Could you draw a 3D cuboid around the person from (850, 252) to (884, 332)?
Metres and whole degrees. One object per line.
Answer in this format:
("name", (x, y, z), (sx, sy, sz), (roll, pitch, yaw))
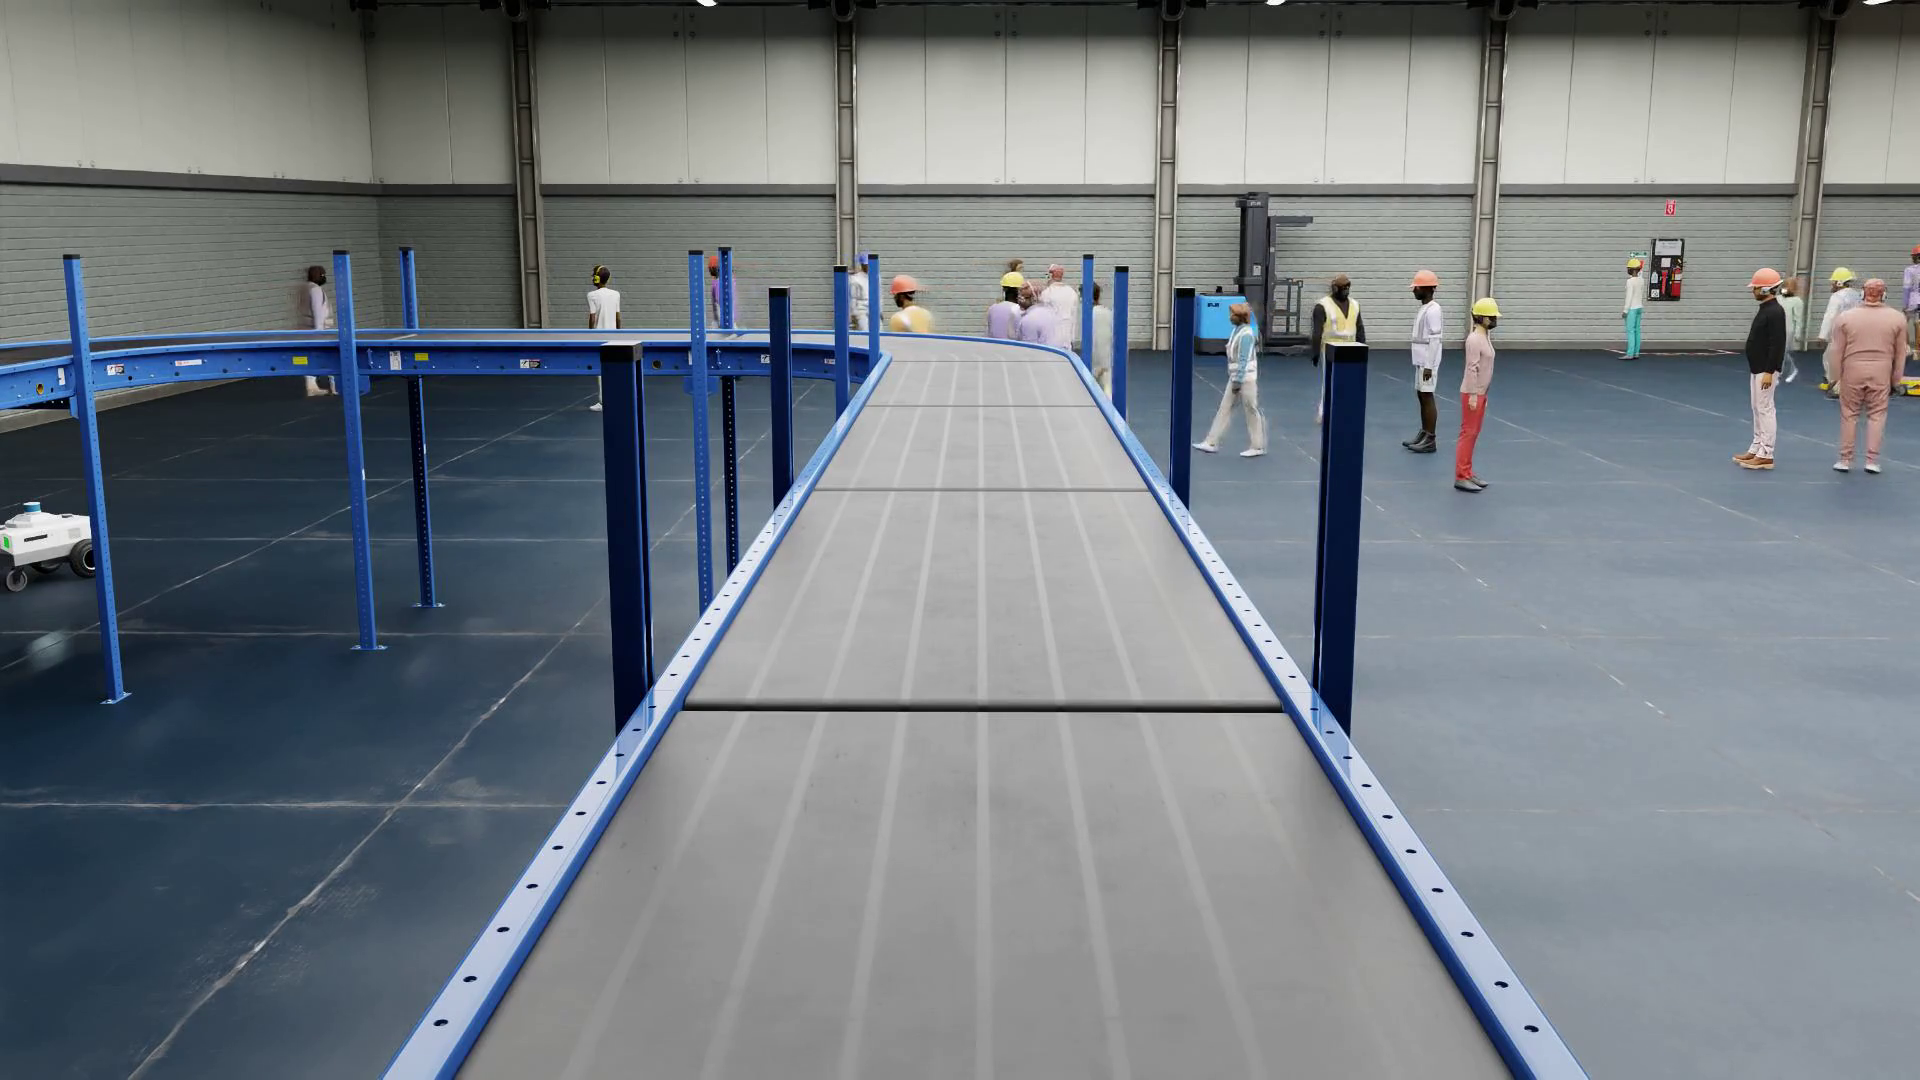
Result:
("person", (-1.508, -3.734, 27.202), (0.635, 1.923, 0.451), (-7, 13, -33))

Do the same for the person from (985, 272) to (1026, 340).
("person", (0.526, -1.878, 17.679), (0.384, 1.924, 0.589), (-10, 15, -41))

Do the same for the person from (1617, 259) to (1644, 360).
("person", (11.822, -4.054, 29.266), (0.522, 1.769, 0.317), (-10, 15, -41))

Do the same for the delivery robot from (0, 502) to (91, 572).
("delivery robot", (-6.404, -0.018, 11.514), (0.477, 0.478, 0.707), (5, 12, 23))

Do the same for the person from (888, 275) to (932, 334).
("person", (-0.609, -1.692, 16.715), (0.653, 1.920, 0.578), (8, 14, 37))

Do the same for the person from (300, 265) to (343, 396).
("person", (-8.915, -2.940, 23.397), (0.727, 1.818, 0.662), (-7, 13, -34))

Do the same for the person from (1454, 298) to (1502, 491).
("person", (4.793, -1.346, 15.353), (0.328, 1.767, 0.532), (6, 12, 28))

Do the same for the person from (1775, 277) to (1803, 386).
("person", (12.415, -3.139, 24.980), (0.757, 1.605, 0.504), (-5, 12, -24))

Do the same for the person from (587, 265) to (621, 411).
("person", (-4.637, -2.622, 21.628), (0.322, 1.876, 0.531), (10, 15, 41))

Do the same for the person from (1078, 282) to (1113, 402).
("person", (1.476, -1.898, 18.080), (0.510, 1.814, 0.960), (-7, 13, -32))

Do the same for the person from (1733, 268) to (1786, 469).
("person", (8.050, -1.722, 16.698), (0.391, 1.990, 0.622), (3, 11, 14))

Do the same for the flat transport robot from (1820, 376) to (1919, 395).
("flat transport robot", (13.261, -2.252, 23.967), (1.431, 0.197, 0.652), (8, 14, 38))

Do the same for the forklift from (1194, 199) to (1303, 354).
("forklift", (5.313, -4.851, 30.603), (1.873, 2.768, 1.129), (0, 11, 1))

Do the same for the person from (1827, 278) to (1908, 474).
("person", (8.915, -1.612, 16.363), (0.644, 1.907, 0.407), (5, 12, 23))

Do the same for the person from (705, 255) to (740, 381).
("person", (-3.744, -3.403, 25.560), (0.772, 1.909, 0.572), (3, 11, 16))

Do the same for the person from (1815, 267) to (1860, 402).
("person", (11.973, -2.811, 22.771), (0.604, 1.812, 0.570), (-10, 15, -41))

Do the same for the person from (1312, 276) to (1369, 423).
("person", (4.568, -2.243, 19.863), (0.641, 1.792, 0.943), (-5, 12, -25))

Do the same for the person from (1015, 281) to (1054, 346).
("person", (0.647, -1.695, 16.914), (0.951, 1.855, 0.679), (4, 12, 18))

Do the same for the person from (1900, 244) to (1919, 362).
("person", (16.607, -4.118, 28.926), (0.614, 2.021, 0.460), (-1, 11, -5))

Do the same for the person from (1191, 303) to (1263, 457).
("person", (2.824, -1.659, 17.349), (0.807, 1.598, 0.545), (-1, 11, -7))

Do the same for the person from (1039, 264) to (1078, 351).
("person", (1.205, -2.560, 21.231), (0.403, 1.906, 0.652), (11, 15, 43))

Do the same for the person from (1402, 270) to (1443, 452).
("person", (4.969, -1.921, 17.863), (0.376, 1.935, 0.550), (1, 11, 5))

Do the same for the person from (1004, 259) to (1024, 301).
("person", (0.821, -3.629, 26.908), (0.562, 1.833, 0.521), (4, 12, 21))
